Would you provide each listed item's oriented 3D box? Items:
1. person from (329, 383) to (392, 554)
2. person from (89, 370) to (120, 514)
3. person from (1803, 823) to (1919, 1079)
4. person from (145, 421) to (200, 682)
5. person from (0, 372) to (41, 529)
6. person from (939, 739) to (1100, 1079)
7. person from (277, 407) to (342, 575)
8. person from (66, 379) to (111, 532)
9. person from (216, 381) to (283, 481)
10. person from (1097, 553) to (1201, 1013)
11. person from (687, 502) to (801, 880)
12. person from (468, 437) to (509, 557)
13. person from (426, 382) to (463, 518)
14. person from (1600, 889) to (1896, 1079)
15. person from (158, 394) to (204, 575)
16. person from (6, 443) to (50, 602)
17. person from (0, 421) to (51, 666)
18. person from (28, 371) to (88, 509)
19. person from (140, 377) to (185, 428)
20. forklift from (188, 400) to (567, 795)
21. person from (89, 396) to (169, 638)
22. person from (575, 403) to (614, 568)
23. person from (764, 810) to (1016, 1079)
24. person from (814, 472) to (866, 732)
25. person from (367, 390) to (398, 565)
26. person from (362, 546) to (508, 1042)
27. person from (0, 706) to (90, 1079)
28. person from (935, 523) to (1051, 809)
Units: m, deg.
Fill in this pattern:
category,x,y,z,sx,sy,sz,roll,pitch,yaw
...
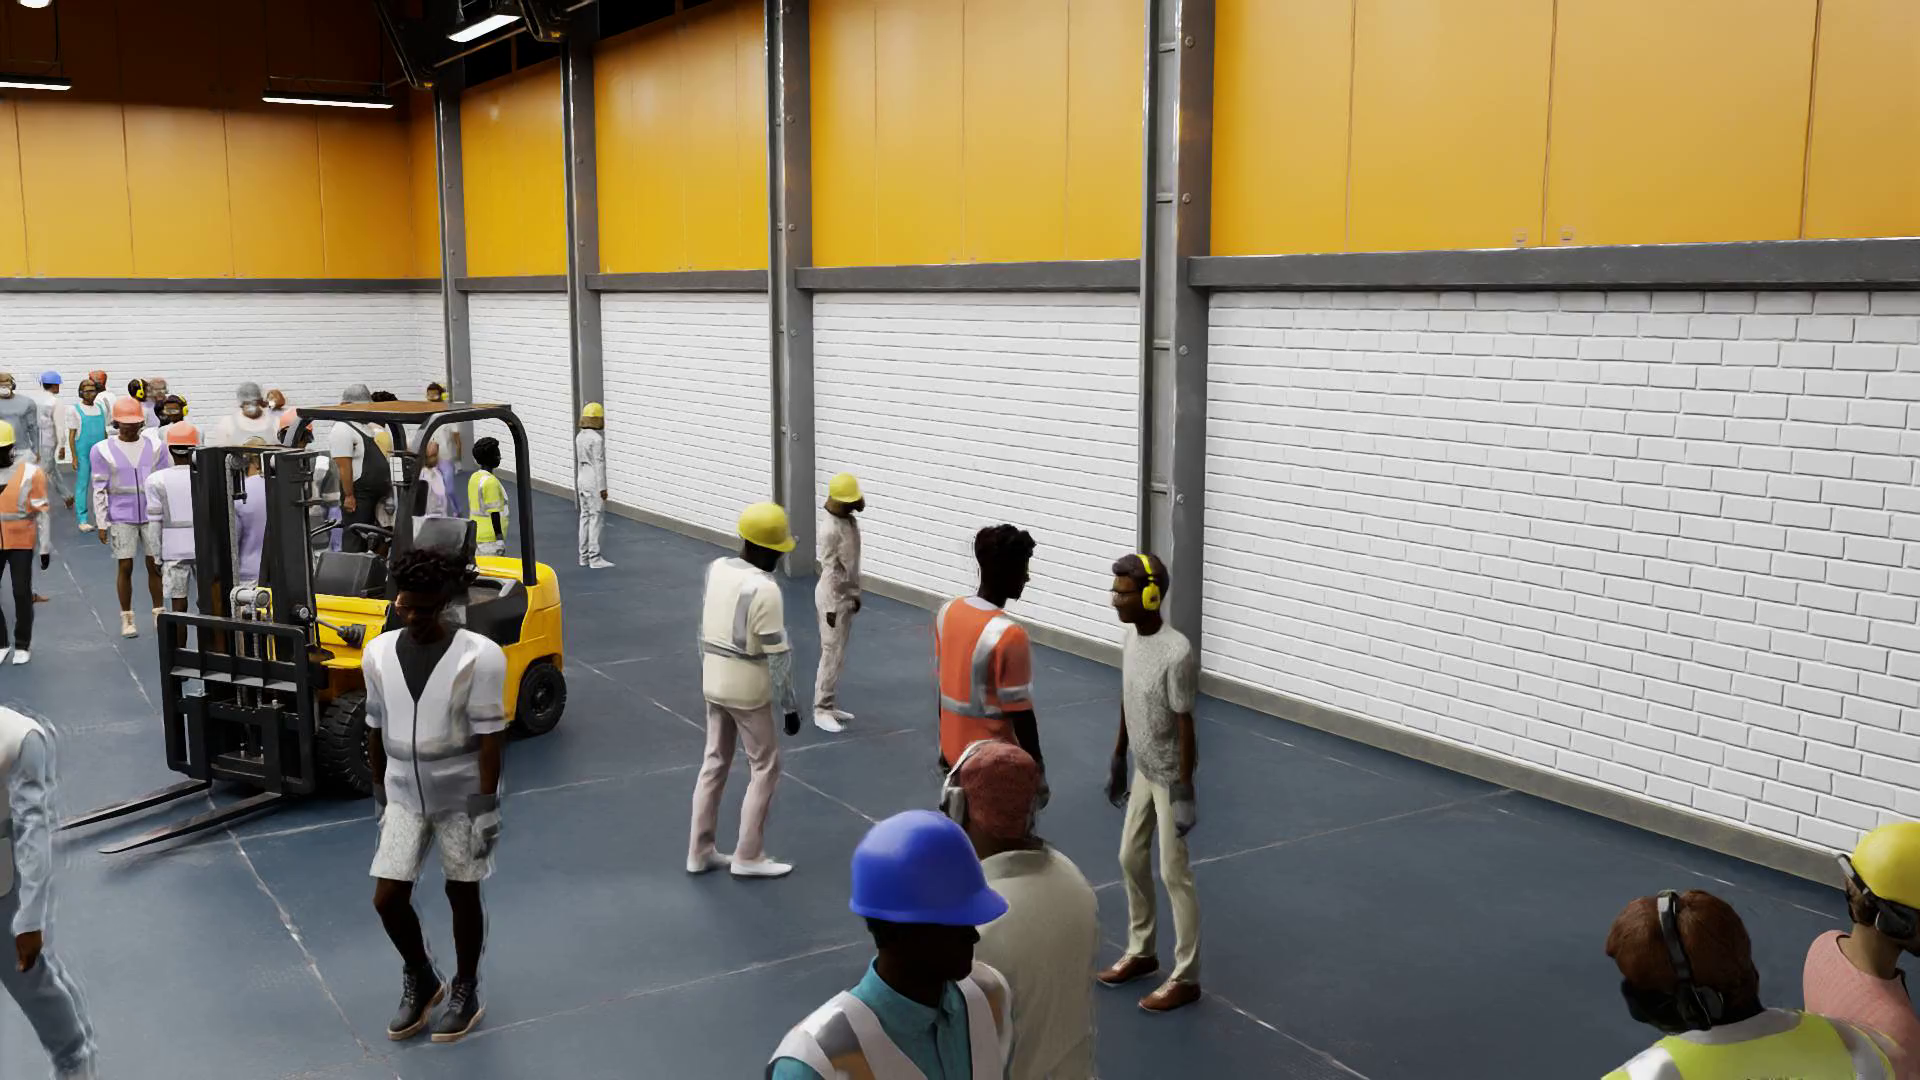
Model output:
category,x,y,z,sx,sy,sz,roll,pitch,yaw
person,-5.684,-0.479,15.834,0.536,2.000,0.688,-1,8,-5
person,-11.184,-1.281,21.776,0.352,1.880,0.576,-1,8,-5
person,1.999,1.468,3.682,0.342,1.754,0.533,2,9,12
person,-5.725,0.086,12.367,0.544,1.939,0.354,-4,9,-25
person,-11.554,-1.077,20.254,0.635,1.929,0.381,-6,10,-33
person,0.127,1.394,3.797,0.483,1.867,0.670,5,10,30
person,-4.963,0.017,12.540,0.603,2.034,0.416,-2,9,-12
person,-10.550,-1.029,20.199,0.342,1.845,0.506,5,10,29
person,-7.252,-0.665,17.088,0.690,2.000,0.781,-4,9,-24
person,0.776,0.967,6.745,0.380,1.853,0.540,-3,9,-17
person,-1.085,0.747,8.121,0.441,1.883,0.645,-8,12,-44
person,-3.912,-0.012,13.833,0.320,1.698,0.531,-6,10,-33
person,-6.216,-0.985,19.961,0.530,1.839,0.910,0,8,0
person,1.496,1.530,3.109,0.777,1.805,0.442,-1,9,-8
person,-7.923,-0.557,16.967,0.506,1.864,0.332,1,8,5
person,-8.836,-0.193,15.335,0.603,1.612,0.516,-1,8,-7
person,-7.336,0.036,12.787,0.630,1.905,0.570,-3,9,-16
person,-11.902,-1.268,21.725,0.627,1.871,1.060,4,9,27
person,-9.859,-1.078,20.467,0.650,1.881,0.808,-7,11,-39
forklift,-3.529,0.258,10.348,1.214,2.155,2.313,4,9,25
person,-6.907,-0.188,13.931,0.611,2.030,0.410,-7,11,-39
person,-3.855,-0.577,17.523,0.327,1.737,0.487,-7,11,-38
person,-0.090,1.453,3.125,0.393,1.948,0.616,7,11,39
person,-0.795,0.398,10.993,0.396,1.717,0.540,3,9,18
person,-5.594,-0.473,16.111,0.387,1.952,0.609,-6,10,-35
person,-2.011,0.983,6.340,0.605,1.936,0.482,1,9,7
person,-3.228,1.153,5.472,0.615,1.863,1.022,0,8,-3
person,0.140,0.883,6.971,0.431,1.940,0.637,-5,10,-30
